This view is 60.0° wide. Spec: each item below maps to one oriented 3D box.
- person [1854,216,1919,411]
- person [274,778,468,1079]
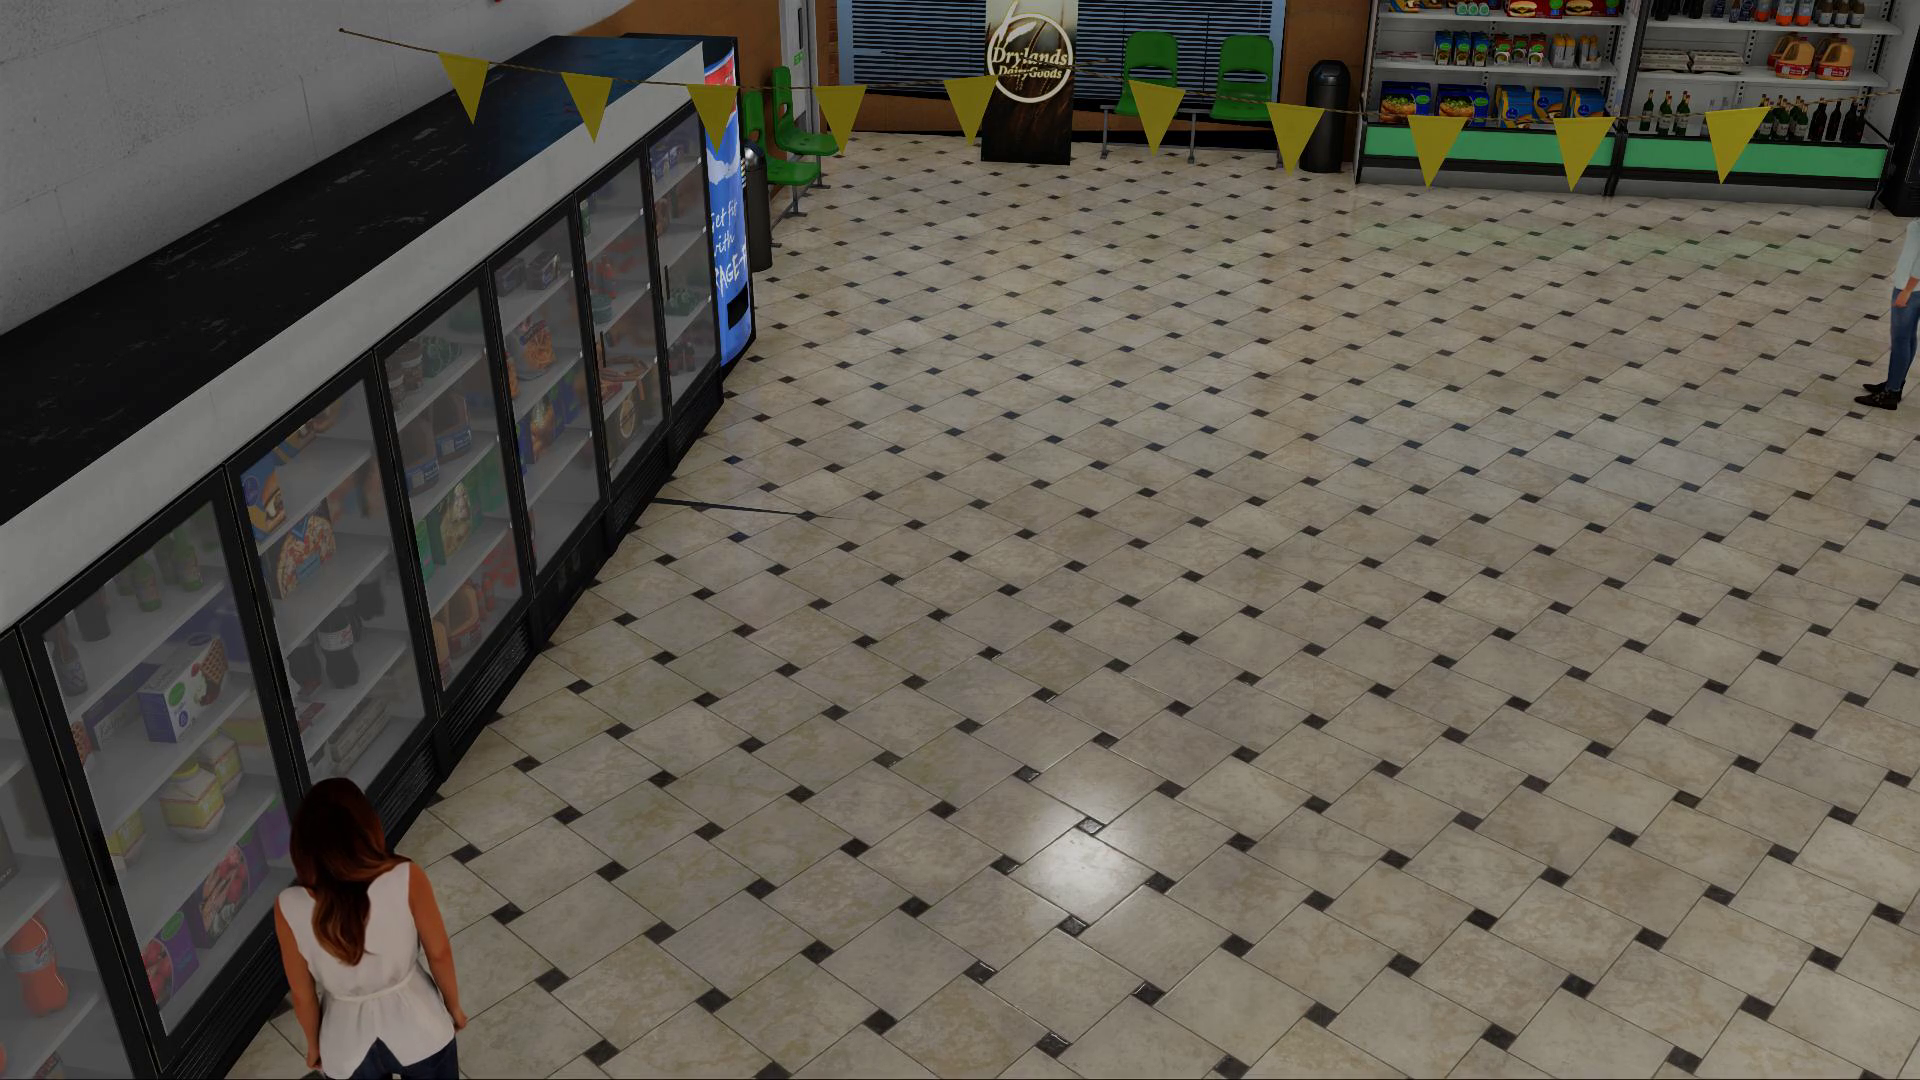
[{"bbox_3d":[5.996,-1.624,10.434,0.648,1.639,0.647,21,35,33],"label":"person"},{"bbox_3d":[-1.620,1.420,4.706,0.617,1.784,0.735,-9,30,-16],"label":"person"}]
